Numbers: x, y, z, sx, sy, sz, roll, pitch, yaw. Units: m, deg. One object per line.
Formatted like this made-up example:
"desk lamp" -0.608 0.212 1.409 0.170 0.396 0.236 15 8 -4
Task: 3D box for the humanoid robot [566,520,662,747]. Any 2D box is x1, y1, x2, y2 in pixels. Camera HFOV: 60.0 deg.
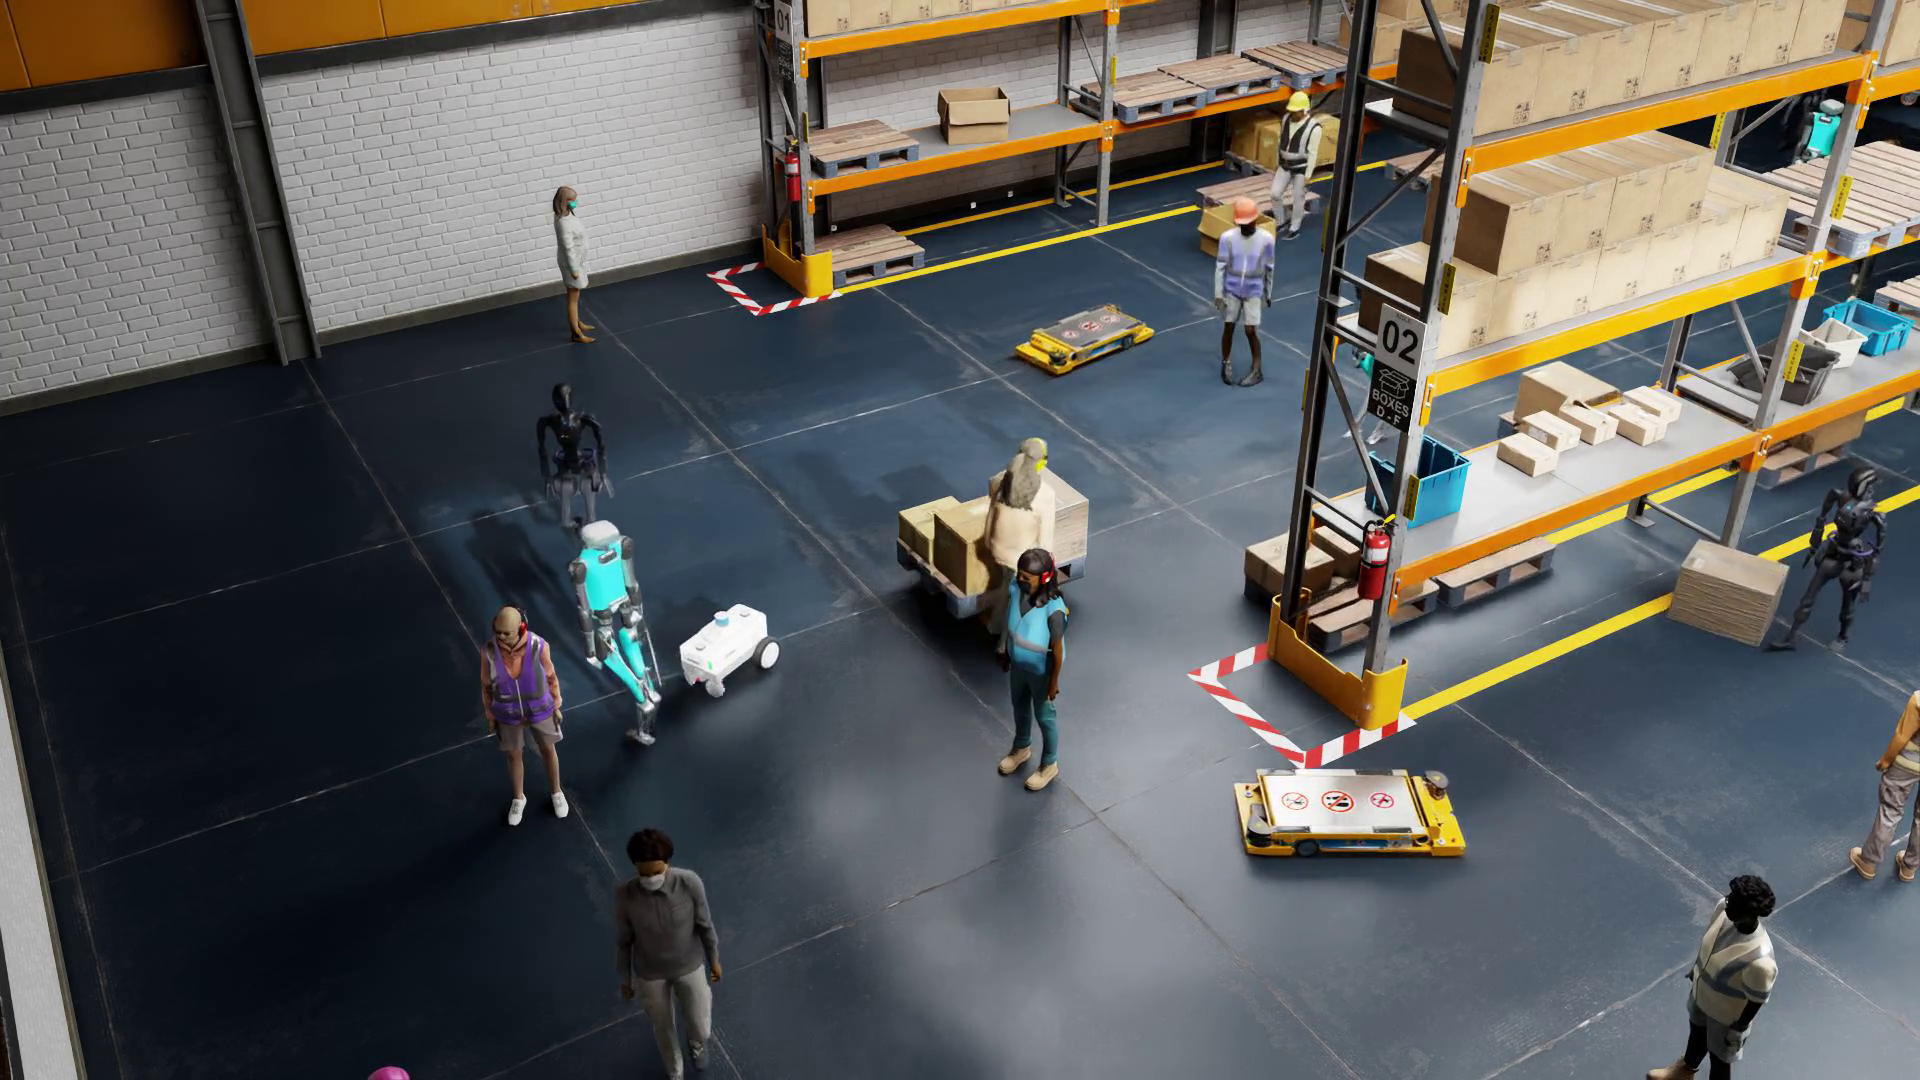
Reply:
"humanoid robot" -2.261 0.786 11.541 0.750 1.876 0.532 23 39 32

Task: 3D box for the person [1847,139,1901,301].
"person" 10.067 -3.547 18.309 0.518 1.795 0.952 21 38 30

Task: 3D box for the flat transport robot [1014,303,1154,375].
"flat transport robot" 1.315 -2.121 17.467 1.431 0.231 0.659 -25 40 -34

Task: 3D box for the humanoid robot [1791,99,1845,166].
"humanoid robot" 9.826 -4.170 19.434 0.672 1.882 0.546 -20 37 -28

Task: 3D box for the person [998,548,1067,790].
"person" 0.497 0.845 11.246 0.390 1.860 0.509 -25 40 -34

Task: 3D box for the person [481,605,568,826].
"person" -2.855 1.141 10.923 0.494 1.692 0.341 -6 33 -10

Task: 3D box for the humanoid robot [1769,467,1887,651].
"humanoid robot" 6.643 0.170 12.514 0.722 1.630 0.589 -16 35 -24

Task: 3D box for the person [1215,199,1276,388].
"person" 2.795 -2.437 16.419 0.568 1.918 0.455 10 33 16

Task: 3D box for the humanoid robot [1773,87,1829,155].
"humanoid robot" 11.351 -5.985 22.311 0.366 1.644 0.616 -27 41 -36

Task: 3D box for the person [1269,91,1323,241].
"person" 3.925 -4.401 19.651 0.620 1.807 0.535 28 41 37

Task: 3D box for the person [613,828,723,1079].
"person" -1.564 2.283 8.917 0.568 1.886 0.461 -6 33 -10

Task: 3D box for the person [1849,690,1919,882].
"person" 6.030 1.397 10.435 0.481 1.777 0.315 5 32 8

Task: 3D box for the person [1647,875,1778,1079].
"person" 4.041 2.439 8.847 0.317 1.696 0.539 -2 32 -3

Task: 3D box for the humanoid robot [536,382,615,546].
"humanoid robot" -3.133 -0.559 13.656 0.584 1.647 0.451 -2 32 -3

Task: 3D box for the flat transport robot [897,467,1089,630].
"flat transport robot" 0.222 0.298 13.608 0.659 0.231 1.431 -18 36 -26

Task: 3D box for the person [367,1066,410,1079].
"person" -2.436 3.097 7.534 0.504 1.986 0.373 -21 38 -30

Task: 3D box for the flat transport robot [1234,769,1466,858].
"flat transport robot" 2.601 1.832 11.162 1.431 0.231 0.659 0 32 0

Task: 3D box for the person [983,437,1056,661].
"person" 0.446 0.073 12.482 0.548 1.845 0.477 24 39 33

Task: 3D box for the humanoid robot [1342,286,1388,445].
"humanoid robot" 3.964 -1.728 15.440 0.679 1.767 0.538 -21 38 -30

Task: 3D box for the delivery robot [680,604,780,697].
"delivery robot" -1.758 0.802 12.552 0.512 0.612 0.783 19 37 27

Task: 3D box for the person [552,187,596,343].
"person" -4.030 -2.890 17.377 0.339 1.663 0.486 -5 32 -8
